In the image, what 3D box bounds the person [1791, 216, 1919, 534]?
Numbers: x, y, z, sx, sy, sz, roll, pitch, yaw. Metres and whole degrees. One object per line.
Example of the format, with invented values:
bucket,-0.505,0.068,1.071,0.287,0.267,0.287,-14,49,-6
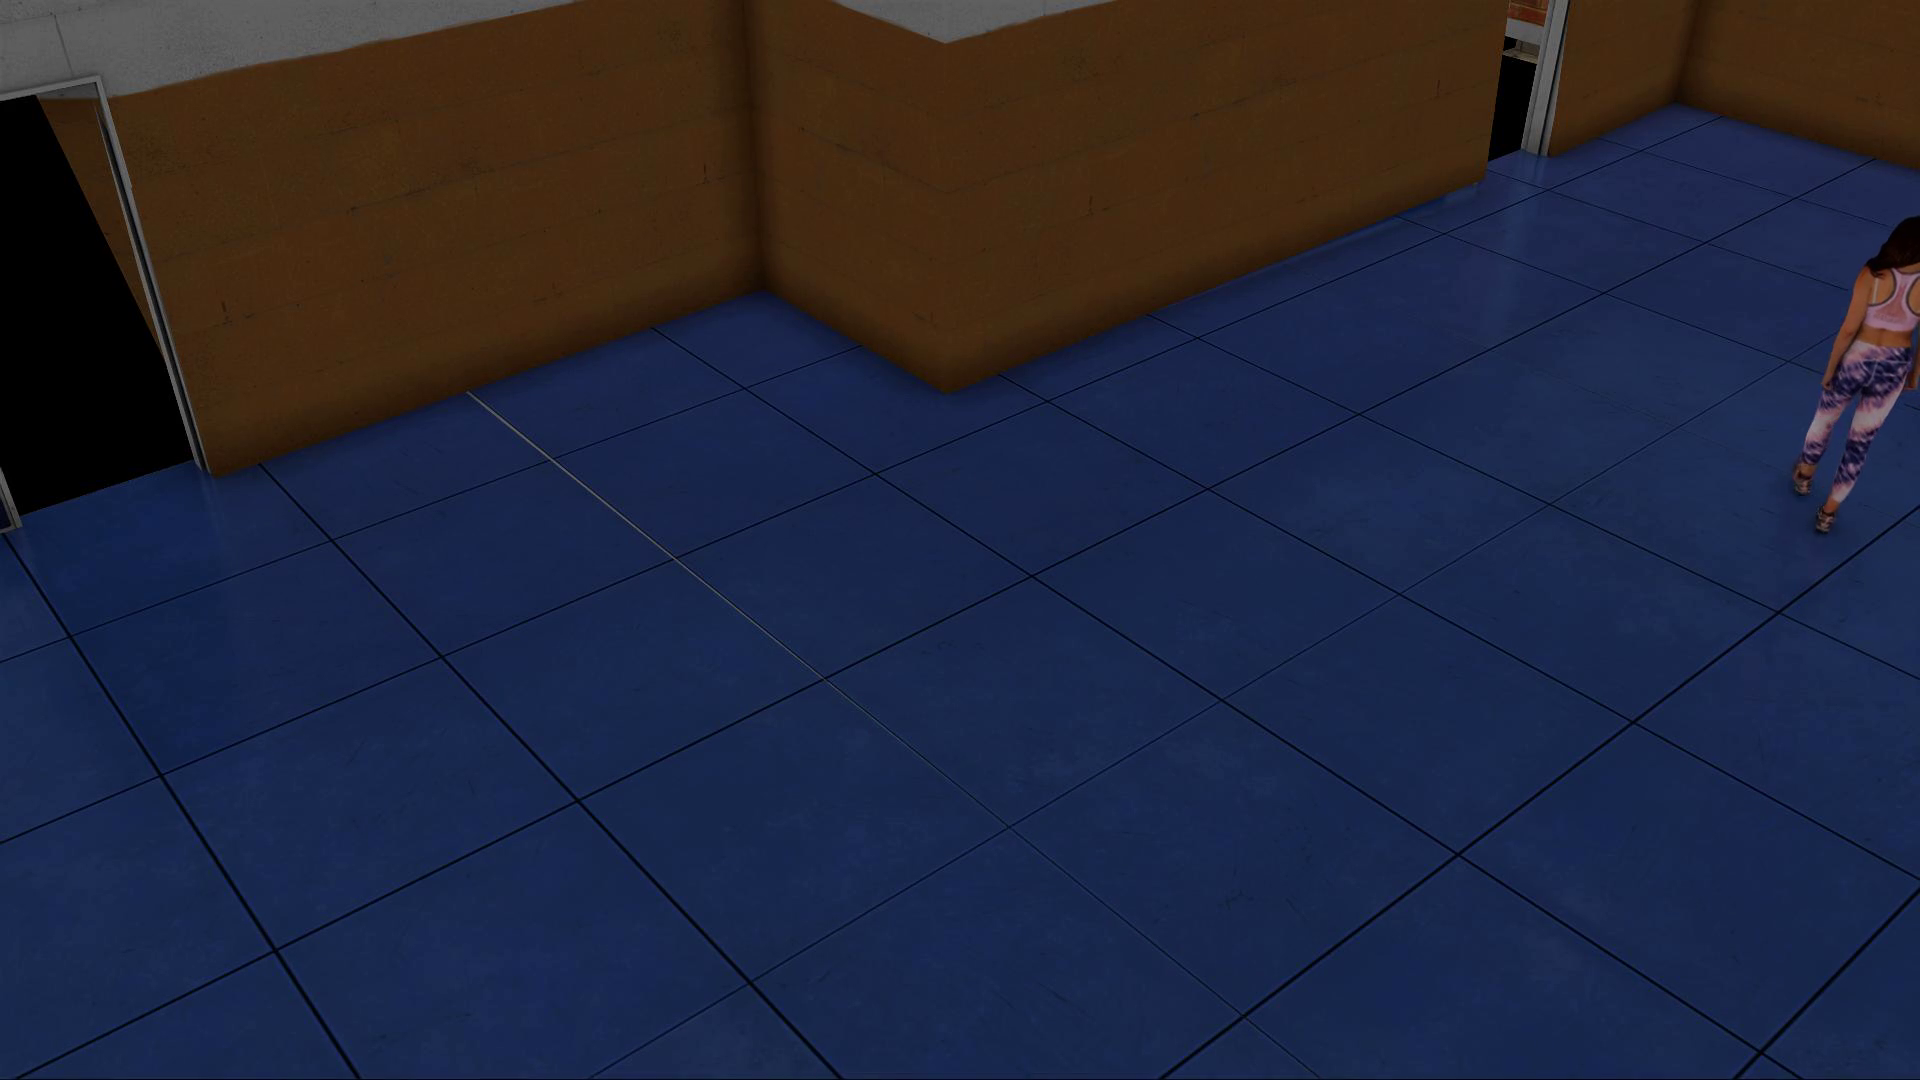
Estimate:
person,4.691,-0.815,8.575,0.889,1.754,0.867,14,36,20
